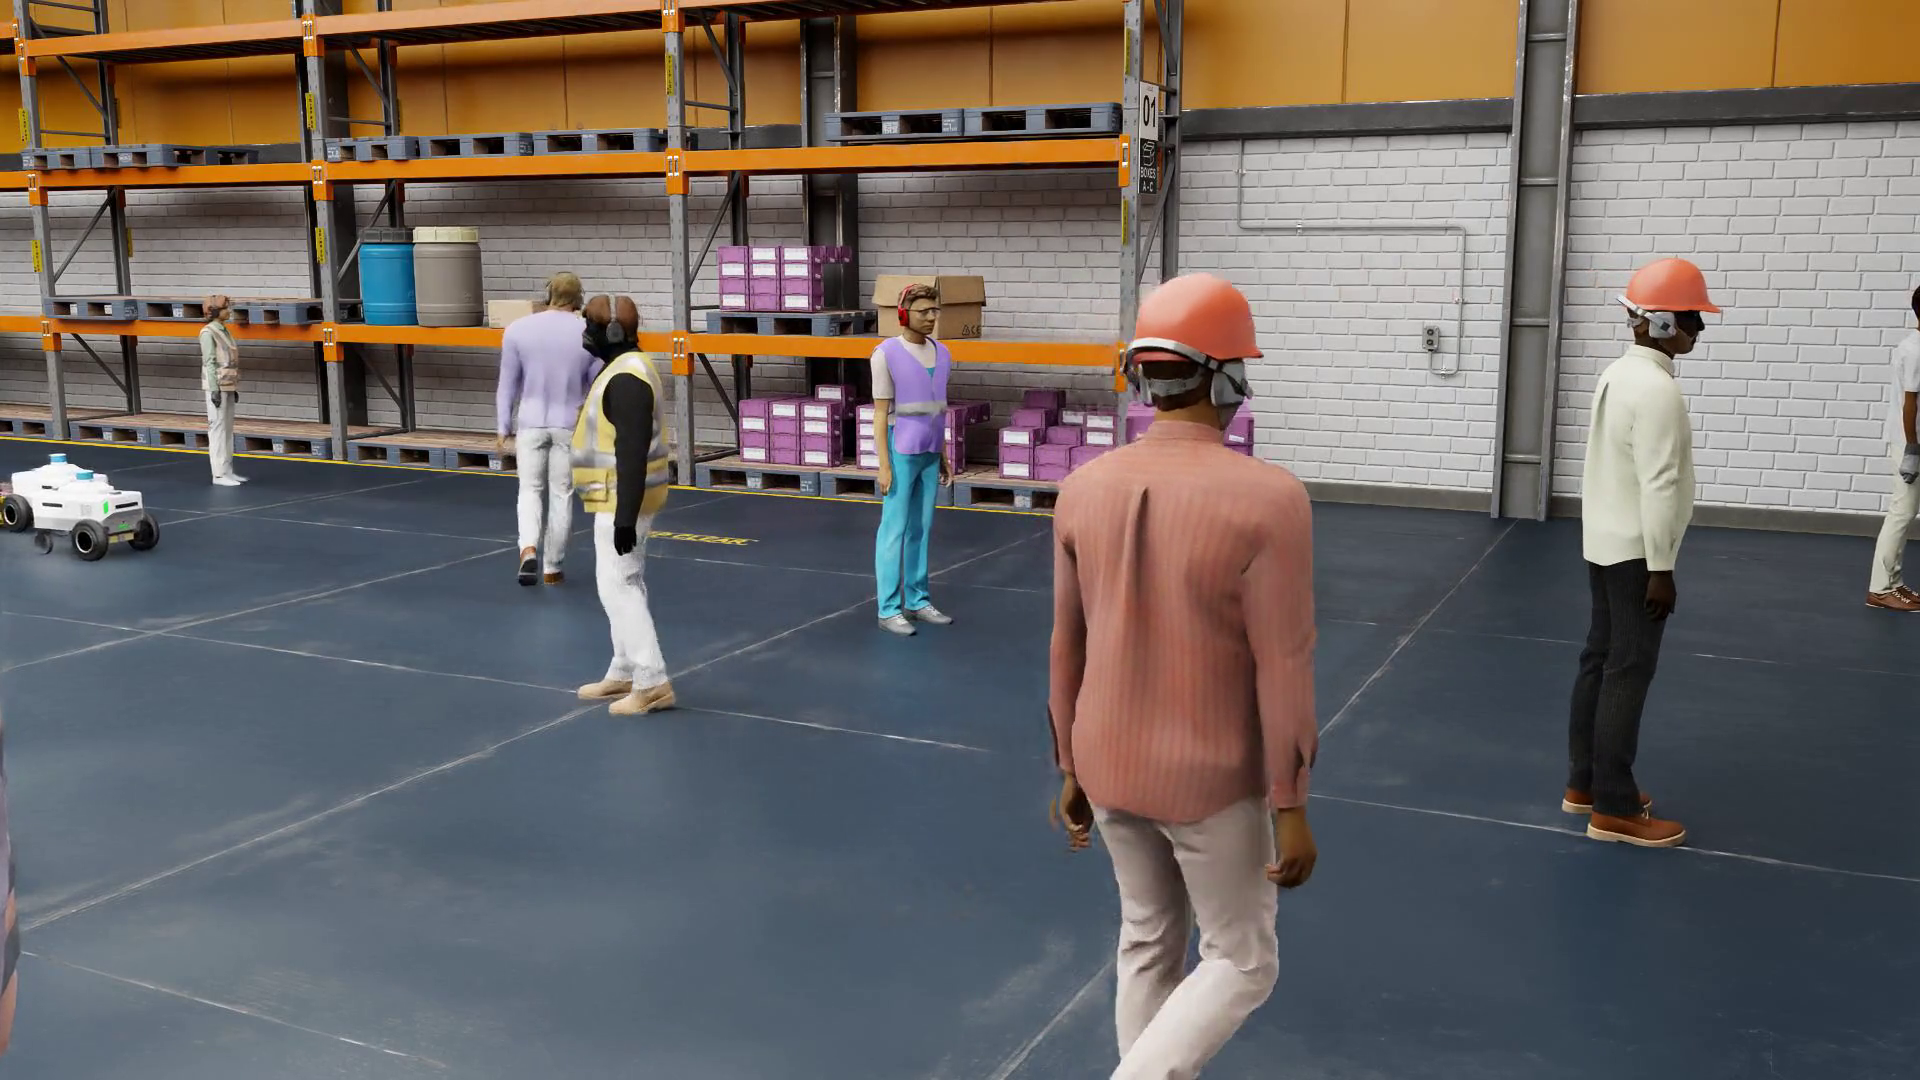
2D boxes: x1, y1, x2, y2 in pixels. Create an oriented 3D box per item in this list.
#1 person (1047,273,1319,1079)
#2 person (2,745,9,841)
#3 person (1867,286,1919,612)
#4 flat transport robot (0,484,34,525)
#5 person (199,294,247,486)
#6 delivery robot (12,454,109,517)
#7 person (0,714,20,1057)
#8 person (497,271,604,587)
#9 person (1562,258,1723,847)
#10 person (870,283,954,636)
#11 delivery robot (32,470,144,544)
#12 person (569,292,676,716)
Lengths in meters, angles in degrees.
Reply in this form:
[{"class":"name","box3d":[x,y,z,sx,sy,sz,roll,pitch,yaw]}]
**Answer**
[{"class":"person","box3d":[0.389,0.468,3.306,0.646,1.977,0.634,-10,14,-44]},{"class":"person","box3d":[-3.368,0.215,5.362,0.315,1.770,0.524,2,10,13]},{"class":"person","box3d":[5.382,-0.526,9.361,0.330,1.862,0.502,6,12,33]},{"class":"flat transport robot","box3d":[-7.382,-0.290,12.531,1.431,0.197,0.652,5,11,28]},{"class":"person","box3d":[-6.356,-1.279,14.320,0.314,1.648,0.531,-1,10,-6]},{"class":"delivery robot","box3d":[-6.454,-0.375,11.943,0.707,0.478,0.477,5,11,28]},{"class":"person","box3d":[-1.528,0.718,2.275,0.634,1.841,0.429,8,13,39]},{"class":"person","box3d":[-2.406,-0.639,9.897,0.687,1.897,0.583,-2,10,-10]},{"class":"person","box3d":[2.345,0.038,5.727,0.397,1.992,0.621,1,10,5]},{"class":"person","box3d":[-0.261,-0.435,8.856,0.391,1.846,0.564,8,13,38]},{"class":"delivery robot","box3d":[-5.799,-0.220,11.053,0.707,0.478,0.477,4,11,21]},{"class":"person","box3d":[-1.490,-0.159,7.302,0.429,1.841,0.641,-2,10,-11]}]
